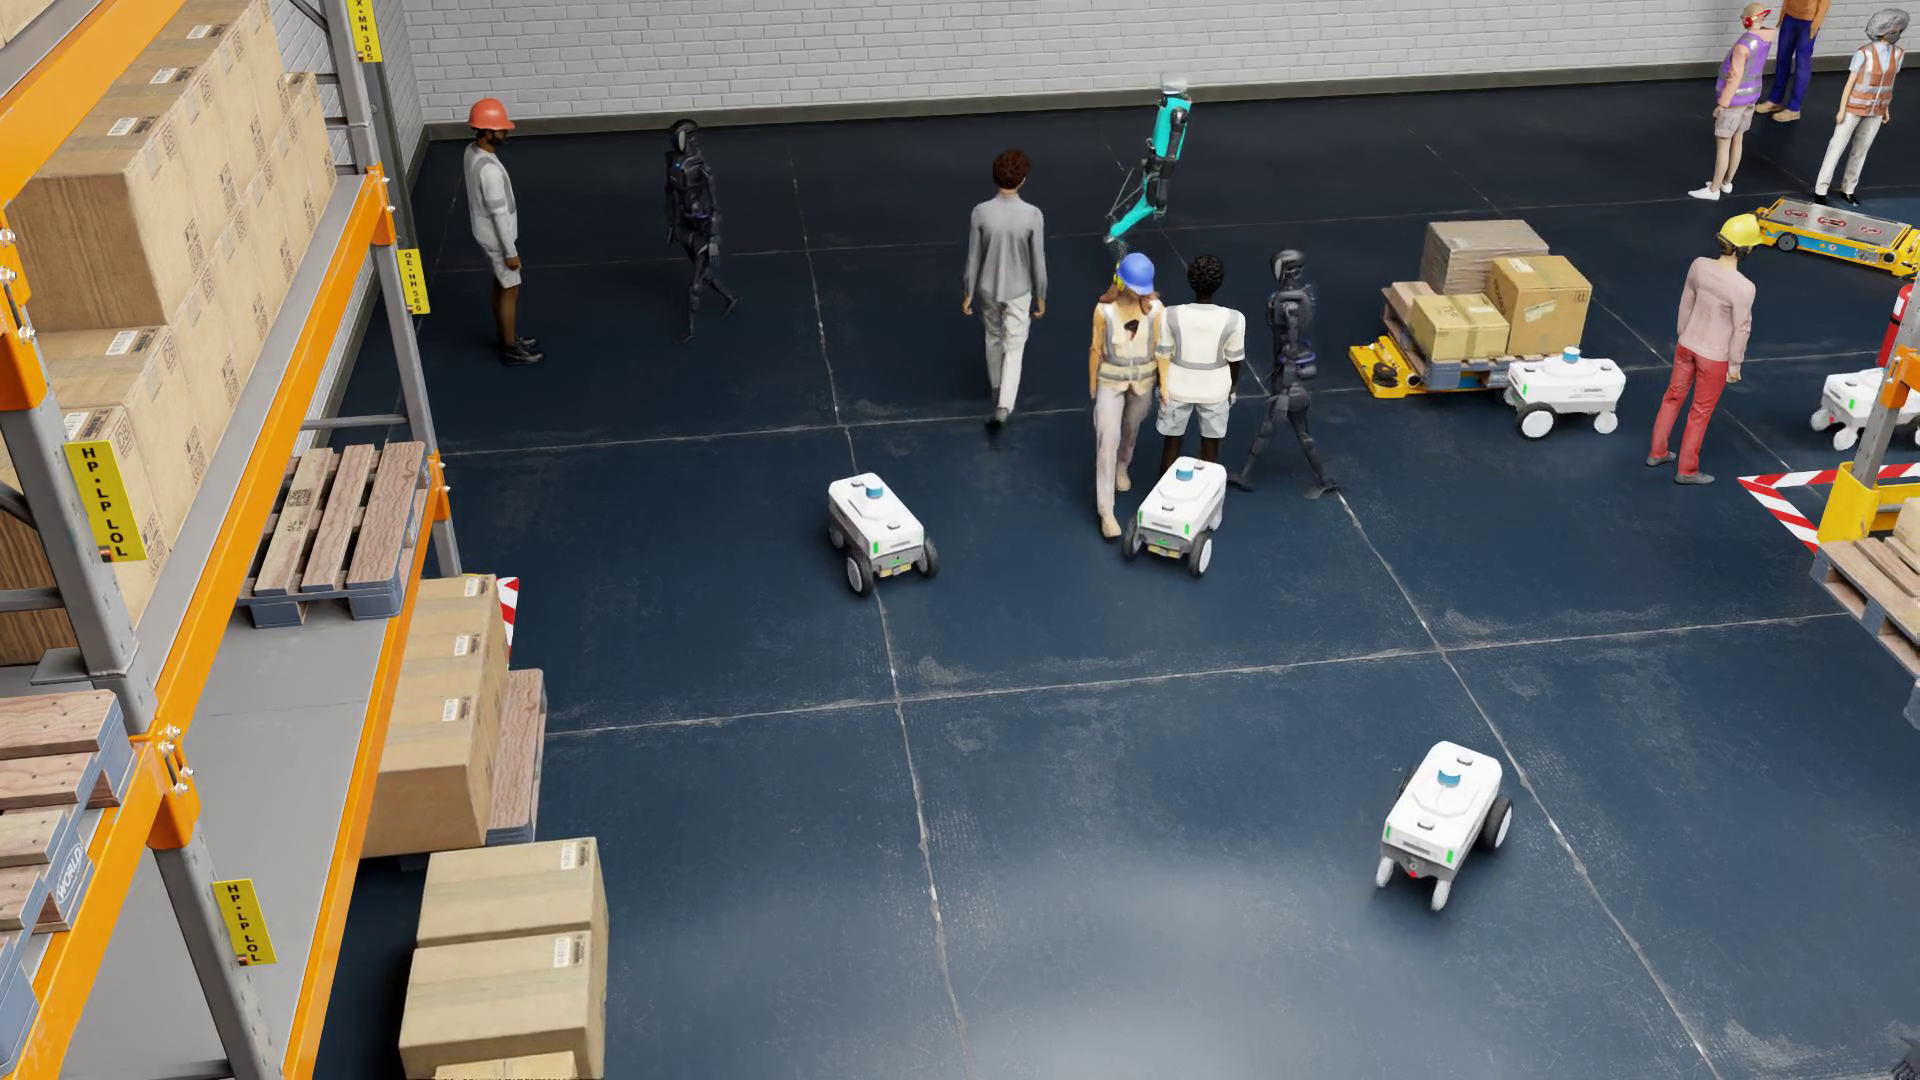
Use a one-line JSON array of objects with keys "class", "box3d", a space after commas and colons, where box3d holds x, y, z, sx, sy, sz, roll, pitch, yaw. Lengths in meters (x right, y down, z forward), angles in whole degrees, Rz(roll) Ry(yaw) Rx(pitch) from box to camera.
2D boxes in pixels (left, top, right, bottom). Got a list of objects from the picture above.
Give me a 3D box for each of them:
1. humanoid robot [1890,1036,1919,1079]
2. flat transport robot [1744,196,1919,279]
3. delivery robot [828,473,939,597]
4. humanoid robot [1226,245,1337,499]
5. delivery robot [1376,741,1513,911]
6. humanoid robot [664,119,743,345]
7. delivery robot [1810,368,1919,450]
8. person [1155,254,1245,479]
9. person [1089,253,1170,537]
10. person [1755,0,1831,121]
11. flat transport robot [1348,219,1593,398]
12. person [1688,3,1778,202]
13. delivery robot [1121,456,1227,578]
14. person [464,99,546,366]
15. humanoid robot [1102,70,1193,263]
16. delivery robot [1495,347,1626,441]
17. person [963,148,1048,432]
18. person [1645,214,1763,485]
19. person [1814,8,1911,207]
[{"class": "humanoid robot", "box3d": [3.623, 1.737, 5.903, 0.602, 1.648, 0.313, -16, 36, -23]}, {"class": "flat transport robot", "box3d": [7.232, -2.497, 13.678, 1.431, 0.231, 0.659, 23, 40, 31]}, {"class": "delivery robot", "box3d": [-0.478, -0.051, 9.683, 0.499, 0.610, 0.788, -15, 36, -22]}, {"class": "humanoid robot", "box3d": [2.019, -0.998, 10.145, 0.772, 1.625, 0.610, 2, 33, 2]}, {"class": "delivery robot", "box3d": [2.212, 1.258, 7.636, 0.499, 0.565, 0.745, 20, 38, 27]}, {"class": "humanoid robot", "box3d": [-1.895, -2.282, 12.110, 0.587, 1.629, 0.783, 26, 41, 34]}, {"class": "delivery robot", "box3d": [6.087, -0.913, 10.985, 0.793, 0.590, 0.499, -5, 33, -7]}, {"class": "person", "box3d": [1.405, -0.893, 9.917, 0.533, 1.693, 0.320, 4, 33, 7]}, {"class": "person", "box3d": [1.004, -0.925, 9.937, 0.449, 1.717, 0.880, -4, 33, -6]}, {"class": "person", "box3d": [8.130, -5.068, 16.065, 0.403, 1.975, 0.516, -12, 35, -18]}, {"class": "flat transport robot", "box3d": [3.550, -1.259, 11.781, 1.431, 0.231, 0.659, -3, 33, -4]}, {"class": "person", "box3d": [6.672, -3.758, 14.310, 0.483, 1.690, 0.347, -25, 41, -33]}, {"class": "delivery robot", "box3d": [1.303, -0.159, 9.852, 0.499, 0.614, 0.804, 15, 36, 22]}, {"class": "person", "box3d": [-3.192, -2.130, 11.607, 0.387, 1.924, 0.547, -16, 36, -23]}, {"class": "humanoid robot", "box3d": [1.340, -2.634, 12.626, 0.739, 1.859, 0.573, -1, 33, -2]}, {"class": "delivery robot", "box3d": [4.028, -1.009, 11.121, 0.769, 0.577, 0.499, -1, 33, -2]}, {"class": "person", "box3d": [0.294, -1.622, 10.888, 0.566, 1.863, 0.855, 6, 34, 9]}, {"class": "person", "box3d": [4.625, -1.173, 10.280, 0.309, 1.768, 0.524, -13, 35, -19]}, {"class": "person", "box3d": [7.712, -3.677, 14.184, 0.455, 1.688, 0.300, -2, 33, -4]}]
